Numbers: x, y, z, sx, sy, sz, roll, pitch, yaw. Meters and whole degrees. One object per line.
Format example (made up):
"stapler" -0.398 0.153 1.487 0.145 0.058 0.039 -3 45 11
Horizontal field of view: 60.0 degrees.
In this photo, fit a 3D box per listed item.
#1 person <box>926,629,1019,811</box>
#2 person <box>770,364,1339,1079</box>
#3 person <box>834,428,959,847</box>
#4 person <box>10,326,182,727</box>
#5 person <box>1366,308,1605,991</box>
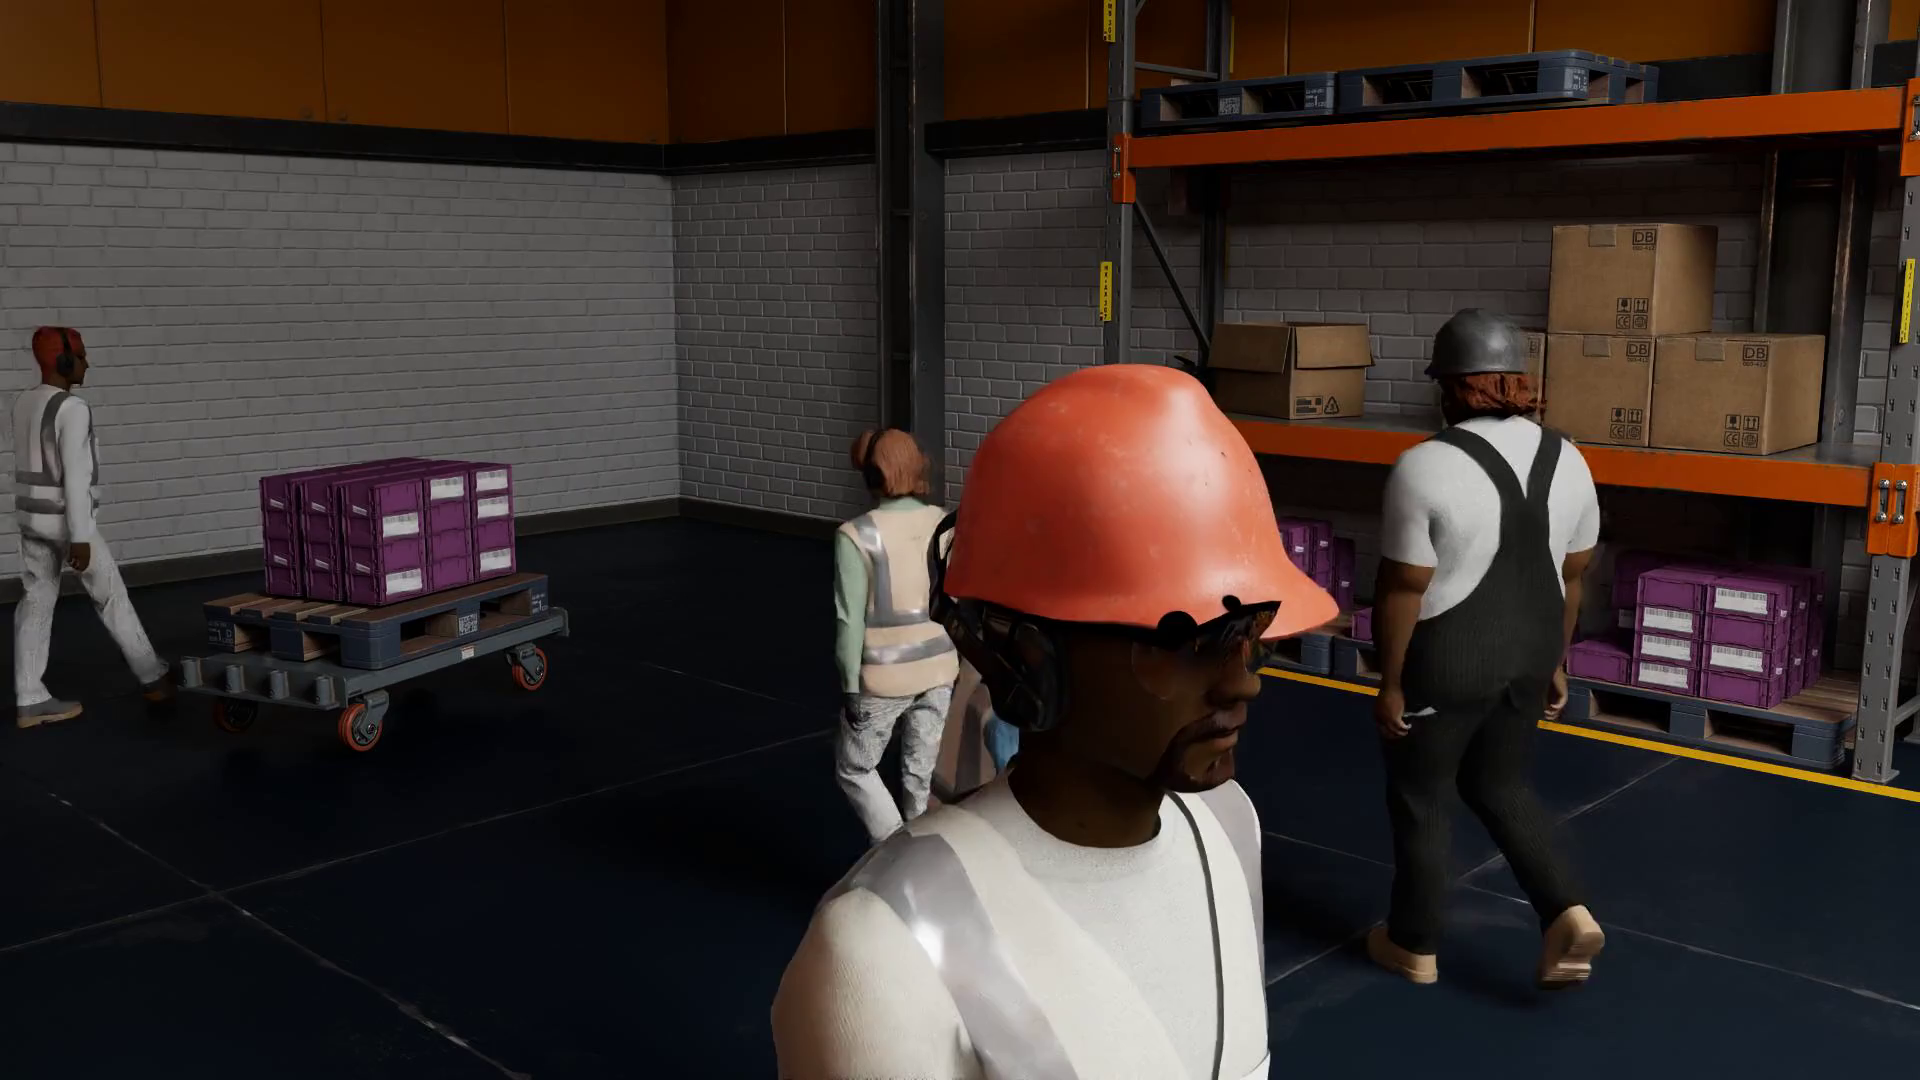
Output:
"person" 0.074 0.752 3.496 0.427 1.610 0.538 0 9 -2
"person" 0.114 0.869 1.476 0.394 2.044 0.609 7 11 35
"person" -0.180 0.452 5.303 0.516 1.623 0.403 -7 11 -35
"person" -4.136 -0.083 7.908 0.611 1.843 0.924 6 11 33
"person" 1.489 0.331 4.781 0.689 2.000 0.701 -4 10 -21
